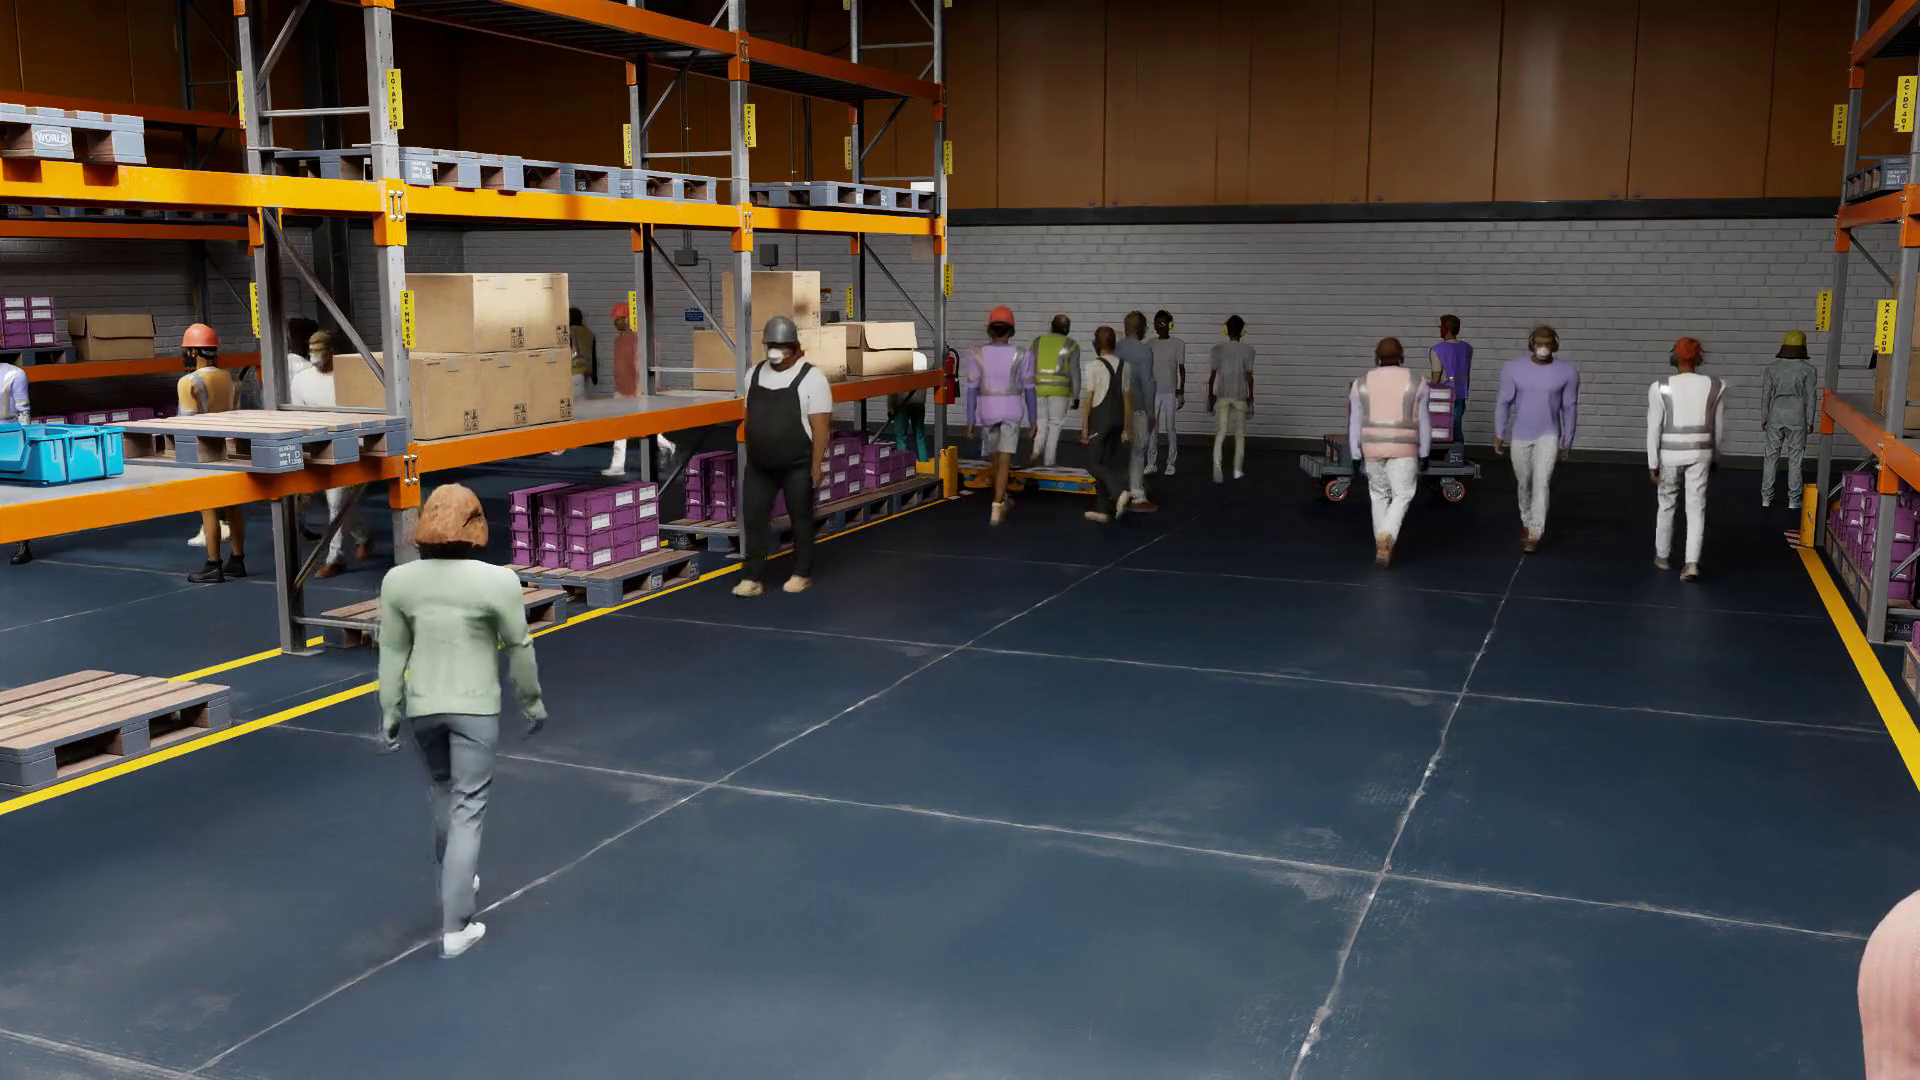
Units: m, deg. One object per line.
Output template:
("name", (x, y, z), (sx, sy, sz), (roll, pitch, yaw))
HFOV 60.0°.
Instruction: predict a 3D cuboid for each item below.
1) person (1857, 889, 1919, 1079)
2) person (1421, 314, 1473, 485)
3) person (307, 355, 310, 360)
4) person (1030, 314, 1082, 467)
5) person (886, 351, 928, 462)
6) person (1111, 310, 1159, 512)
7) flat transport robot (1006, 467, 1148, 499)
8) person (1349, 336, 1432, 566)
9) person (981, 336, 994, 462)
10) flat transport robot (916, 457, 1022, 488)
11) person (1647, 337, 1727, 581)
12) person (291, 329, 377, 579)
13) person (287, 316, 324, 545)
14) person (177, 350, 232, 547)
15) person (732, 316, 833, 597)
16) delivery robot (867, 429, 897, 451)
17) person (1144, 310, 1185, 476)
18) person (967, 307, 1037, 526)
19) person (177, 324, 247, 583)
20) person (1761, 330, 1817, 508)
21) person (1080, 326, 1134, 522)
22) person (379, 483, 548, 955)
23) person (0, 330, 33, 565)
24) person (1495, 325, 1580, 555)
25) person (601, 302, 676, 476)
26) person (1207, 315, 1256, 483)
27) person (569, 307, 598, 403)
("person", (1.449, 1.079, 2.105), (0.637, 1.910, 0.403), (-1, 9, -3))
("person", (5.248, -1.490, 17.858), (0.567, 1.845, 0.386), (-6, 11, -31))
("person", (-6.482, -1.236, 16.771), (0.533, 1.697, 0.319), (-2, 9, -9))
("person", (1.087, -1.669, 19.066), (0.657, 1.809, 0.455), (6, 11, 33))
("person", (-0.581, -1.447, 17.880), (0.531, 1.762, 0.348), (-8, 12, -39))
("person", (1.672, -1.234, 16.059), (0.391, 1.943, 0.636), (-6, 11, -34))
("flat transport robot", (1.172, -0.610, 17.290), (1.431, 0.197, 0.652), (6, 11, 31))
("person", (3.372, -0.693, 13.111), (0.629, 1.820, 0.725), (5, 11, 27))
("person", (0.494, -1.795, 20.035), (0.598, 1.738, 0.526), (-4, 10, -24))
("flat transport robot", (-0.044, -0.744, 18.099), (1.431, 0.197, 0.652), (8, 13, 42))
("person", (5.518, -0.622, 12.667), (0.571, 1.840, 1.000), (3, 10, 16))
("person", (-4.822, -0.699, 12.957), (0.650, 1.903, 0.966), (2, 10, 12))
("person", (-5.564, -0.909, 14.041), (0.621, 1.944, 0.429), (6, 11, 33))
("person", (-6.447, -0.780, 14.059), (0.541, 1.676, 0.667), (6, 11, 34))
("person", (-1.306, -0.591, 11.822), (0.712, 2.000, 0.847), (3, 10, 20))
("delivery robot", (-1.054, -0.991, 18.453), (0.707, 0.478, 0.477), (4, 10, 24))
("person", (2.293, -1.663, 18.835), (0.535, 1.869, 0.314), (5, 11, 27))
("person", (0.396, -1.153, 15.396), (0.634, 1.990, 1.039), (2, 10, 15))
("person", (-5.618, -0.643, 12.451), (0.354, 1.939, 0.545), (3, 10, 19))
("person", (8.120, -1.183, 16.308), (0.493, 1.743, 0.301), (8, 12, 39))
("person", (1.365, -1.040, 15.192), (0.515, 1.826, 0.638), (-7, 12, -36))
("person", (-1.750, 0.601, 5.917), (0.514, 1.609, 0.725), (1, 9, 9))
("person", (-7.645, -0.764, 13.171), (0.545, 1.942, 0.353), (-1, 9, -7))
("person", (4.834, -0.861, 13.951), (0.632, 1.889, 1.047), (5, 10, 26))
("person", (-3.688, -1.721, 18.892), (0.846, 1.973, 0.615), (-9, 13, -42))
("person", (2.972, -1.555, 18.292), (0.531, 1.841, 0.886), (3, 10, 20))
("person", (-5.242, -2.309, 22.983), (0.920, 1.805, 0.624), (4, 10, 22))
